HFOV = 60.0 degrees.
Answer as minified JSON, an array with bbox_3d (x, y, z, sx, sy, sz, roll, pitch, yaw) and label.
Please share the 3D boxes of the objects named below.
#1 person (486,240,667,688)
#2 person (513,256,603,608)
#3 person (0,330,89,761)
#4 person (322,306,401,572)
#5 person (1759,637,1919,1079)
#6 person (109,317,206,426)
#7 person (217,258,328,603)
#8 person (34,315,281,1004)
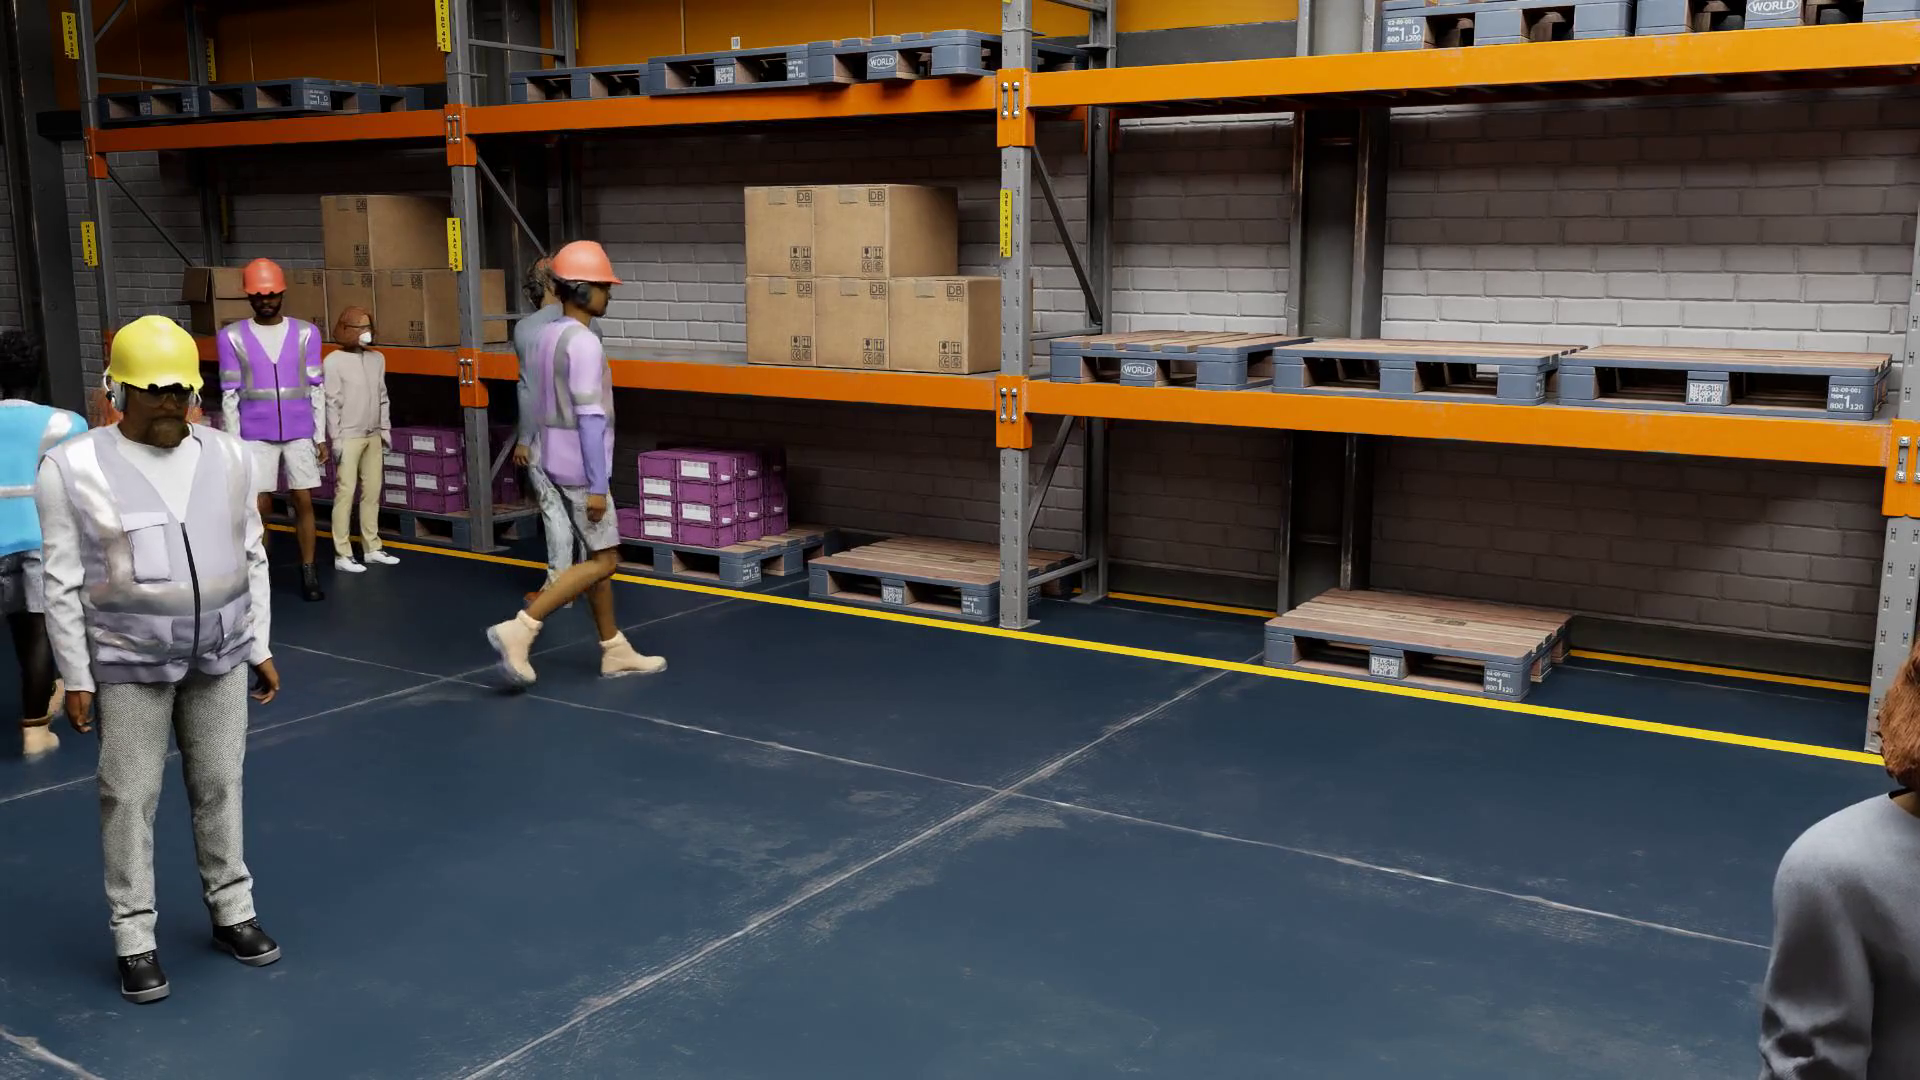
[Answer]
[{"bbox_3d":[-1.739,-0.322,7.470,0.793,2.024,0.628,-5,11,-27],"label":"person"},{"bbox_3d":[-2.227,-0.589,9.195,0.372,1.934,0.627,5,11,26],"label":"person"},{"bbox_3d":[-3.692,-0.006,6.686,0.554,1.657,0.835,-1,10,-8],"label":"person"},{"bbox_3d":[-3.690,-0.617,10.213,0.284,1.626,0.492,4,11,23],"label":"person"},{"bbox_3d":[1.191,0.854,2.026,0.509,1.632,0.268,-2,10,-13],"label":"person"},{"bbox_3d":[-3.780,-0.247,8.041,0.841,1.647,0.547,1,10,6],"label":"person"},{"bbox_3d":[-3.796,-0.592,9.245,0.544,1.927,0.395,-5,12,-27],"label":"person"},{"bbox_3d":[-2.136,0.310,4.507,0.404,1.827,0.586,9,14,42],"label":"person"}]
